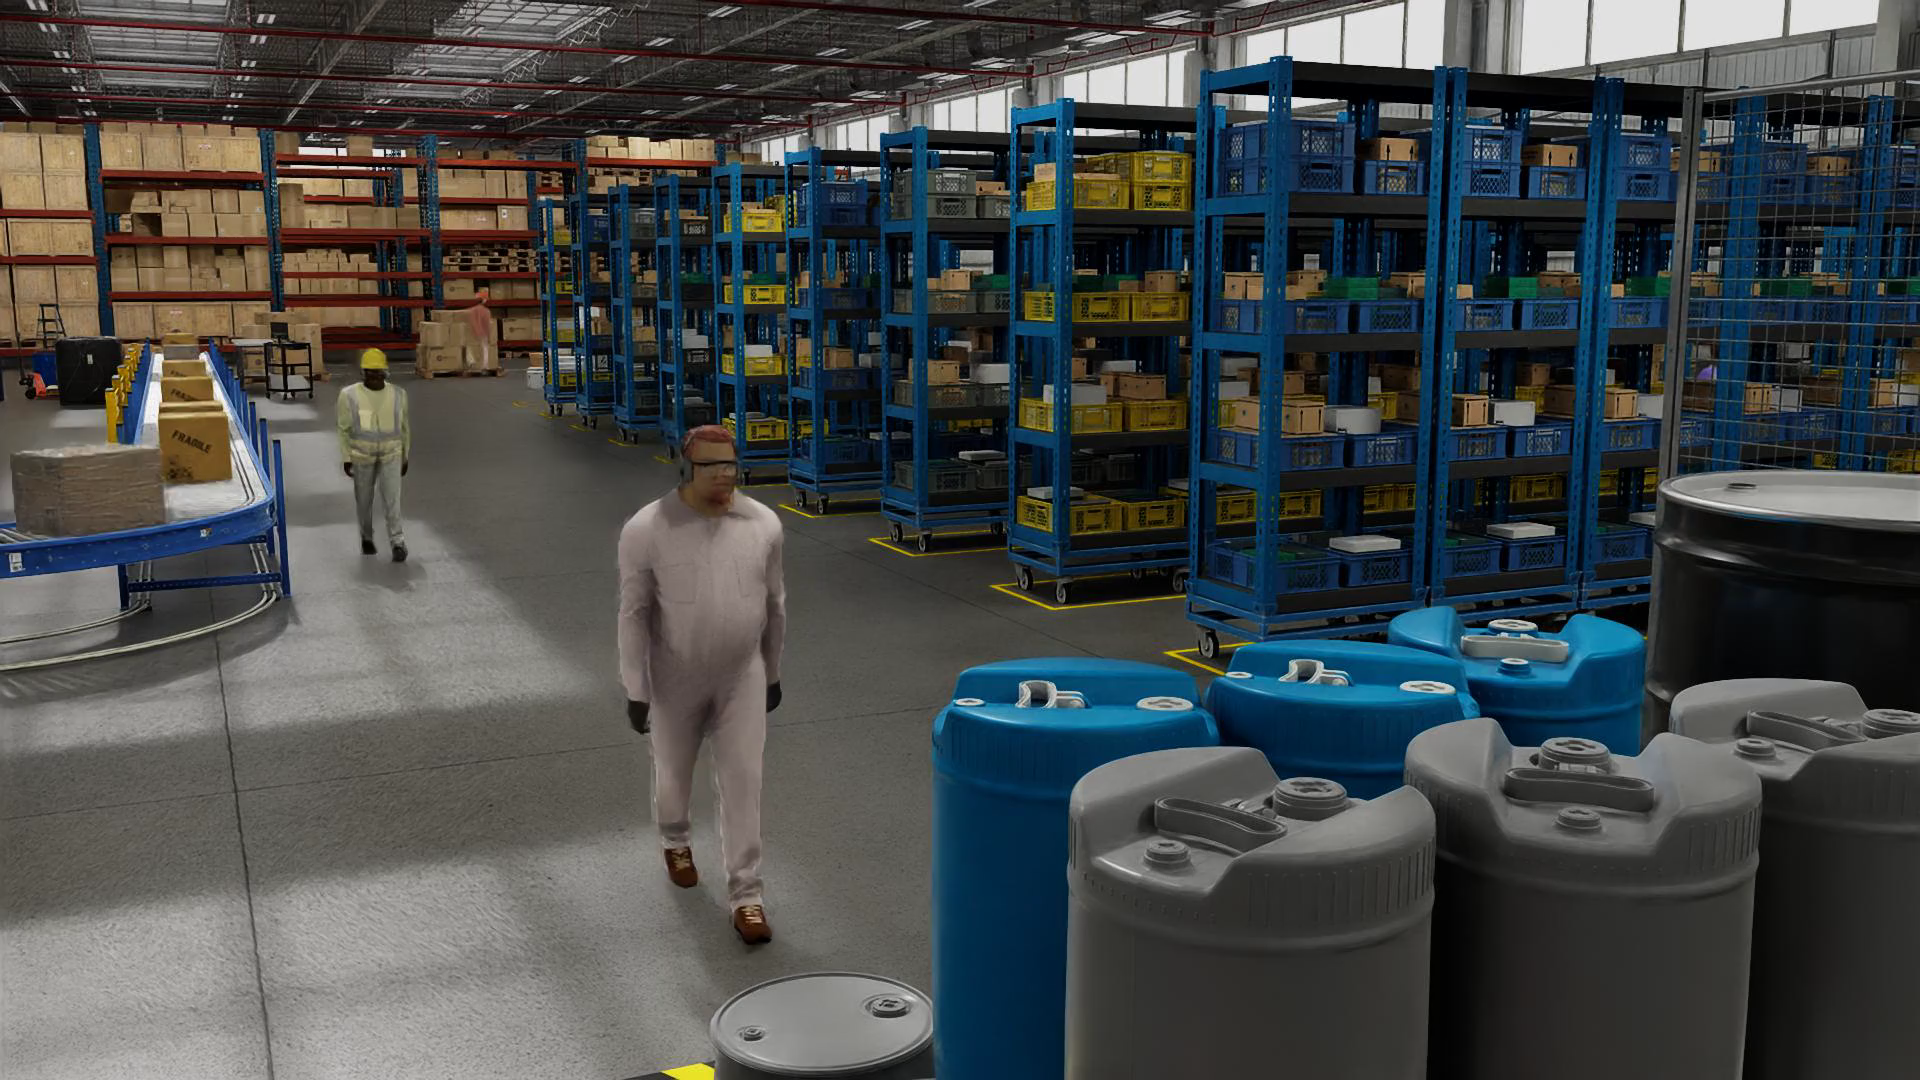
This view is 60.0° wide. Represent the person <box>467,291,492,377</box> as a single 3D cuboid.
[{"bbox_3d":[-10.894,-4.653,37.765,0.628,1.970,0.584,4,10,21],"label":"person"}]

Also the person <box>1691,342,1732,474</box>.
[{"bbox_3d":[6.825,-0.945,15.191,0.390,1.837,0.585,4,10,21],"label":"person"}]

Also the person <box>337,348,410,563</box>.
[{"bbox_3d":[-4.891,-0.712,13.928,0.588,1.783,0.976,-5,10,-26],"label":"person"}]

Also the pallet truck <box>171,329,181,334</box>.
[{"bbox_3d":[-17.275,-3.851,35.096,1.601,1.201,0.680,0,9,1],"label":"pallet truck"}]

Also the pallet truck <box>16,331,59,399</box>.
[{"bbox_3d":[-17.082,-3.353,31.781,1.630,1.274,0.653,-4,10,-25],"label":"pallet truck"}]

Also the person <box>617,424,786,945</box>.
[{"bbox_3d":[-0.952,0.490,6.234,0.652,1.859,1.014,-4,10,-21],"label":"person"}]
